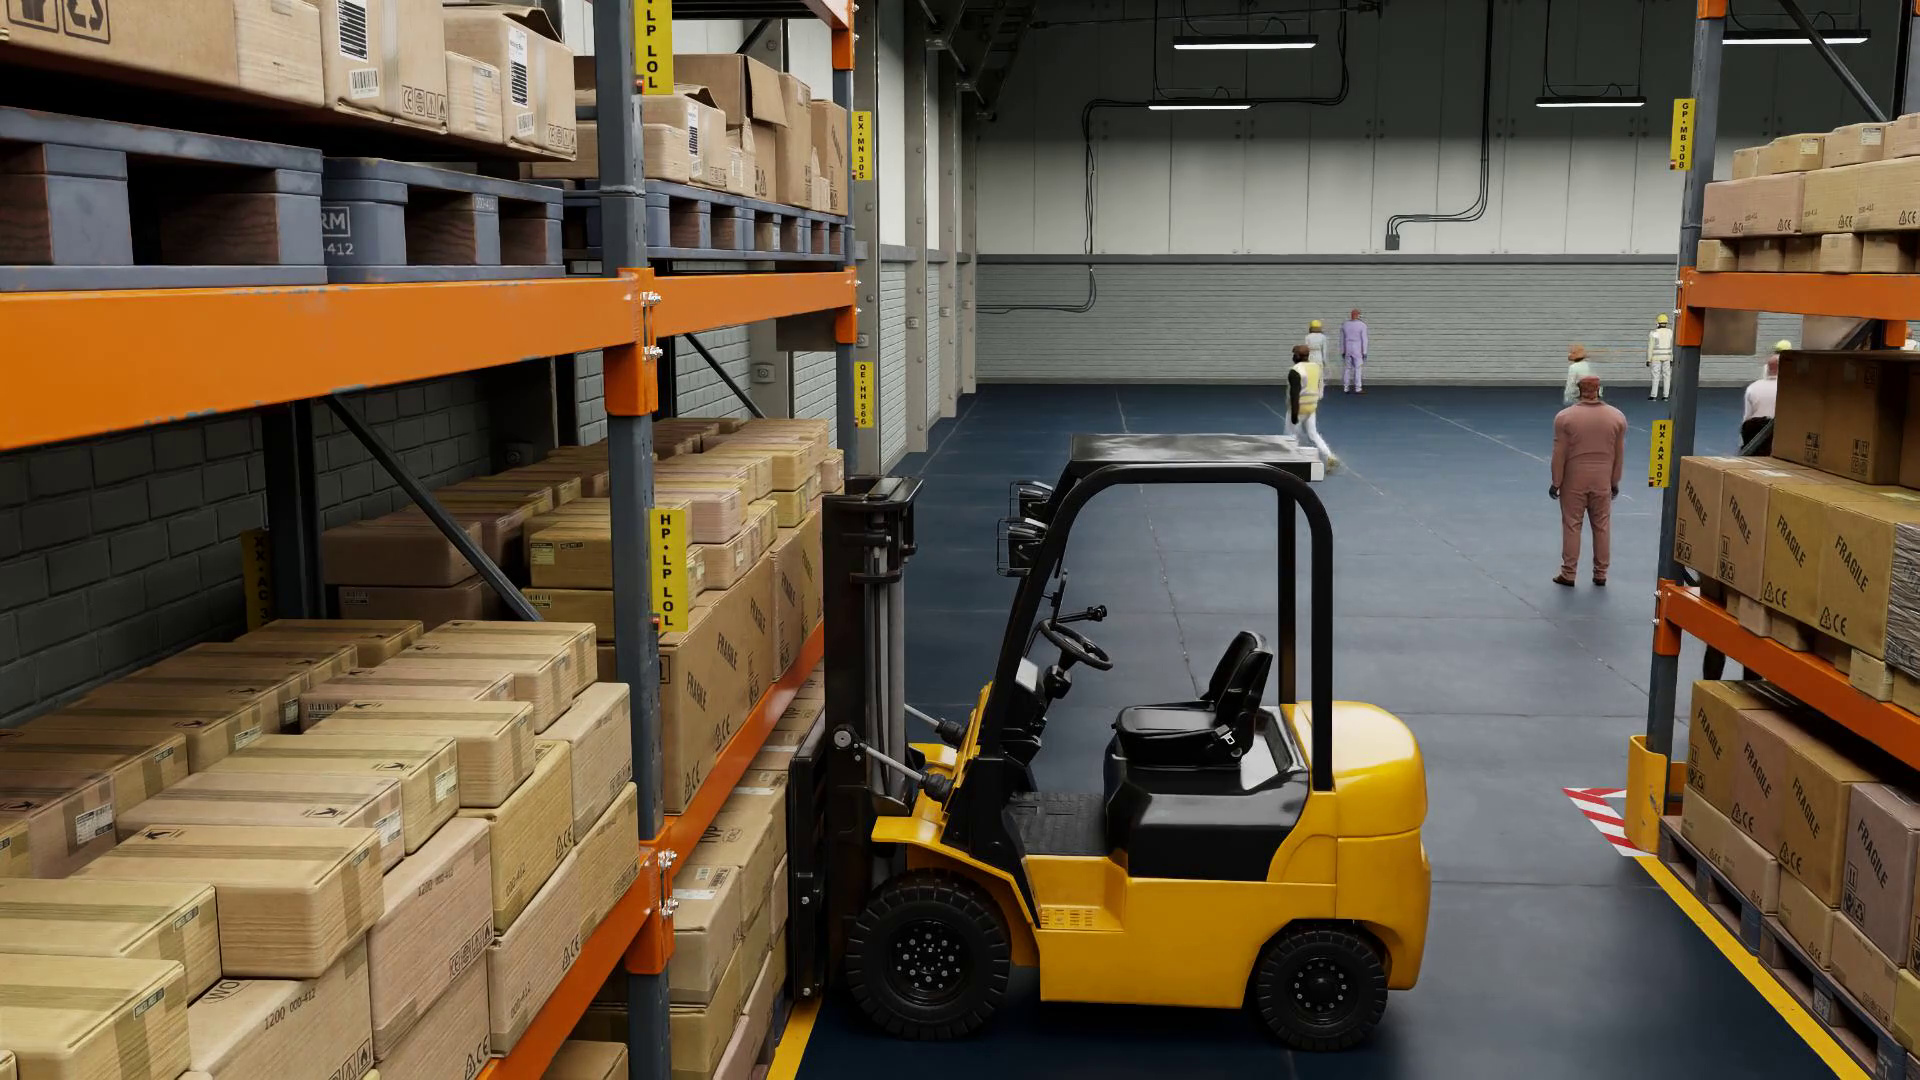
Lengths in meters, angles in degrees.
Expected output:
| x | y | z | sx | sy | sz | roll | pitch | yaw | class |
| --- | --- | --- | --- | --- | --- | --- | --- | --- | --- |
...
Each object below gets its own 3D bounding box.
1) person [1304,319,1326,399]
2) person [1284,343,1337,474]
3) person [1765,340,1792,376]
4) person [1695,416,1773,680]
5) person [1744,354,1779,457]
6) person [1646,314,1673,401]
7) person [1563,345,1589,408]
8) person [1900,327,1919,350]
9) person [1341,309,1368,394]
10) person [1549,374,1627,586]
| x | y | z | sx | sy | sz | roll | pitch | yaw | class |
| --- | --- | --- | --- | --- | --- | --- | --- | --- | --- |
| 7.634 | -3.879 | 35.717 | 0.492 | 1.716 | 0.748 | -1 | 9 | -5 | person |
| 4.768 | -1.794 | 22.825 | 0.634 | 1.815 | 0.866 | -9 | 13 | -43 | person |
| 12.246 | -2.105 | 24.819 | 0.362 | 1.753 | 0.535 | -5 | 10 | -27 | person |
| 4.822 | 0.213 | 10.226 | 0.428 | 1.947 | 0.621 | -9 | 13 | -42 | person |
| 9.016 | -1.114 | 18.446 | 0.513 | 1.890 | 0.662 | -8 | 12 | -40 | person |
| 14.805 | -3.844 | 35.161 | 0.587 | 1.835 | 0.404 | 0 | 9 | -2 | person |
| 9.647 | -2.252 | 26.133 | 0.535 | 1.616 | 0.402 | -9 | 13 | -43 | person |
| 18.865 | -3.429 | 33.233 | 0.524 | 1.639 | 0.306 | 1 | 9 | 5 | person |
| 8.819 | -4.208 | 37.151 | 0.643 | 1.908 | 0.399 | 9 | 13 | 44 | person |
| 5.591 | -0.530 | 14.889 | 0.643 | 1.900 | 0.400 | 0 | 9 | 1 | person |
